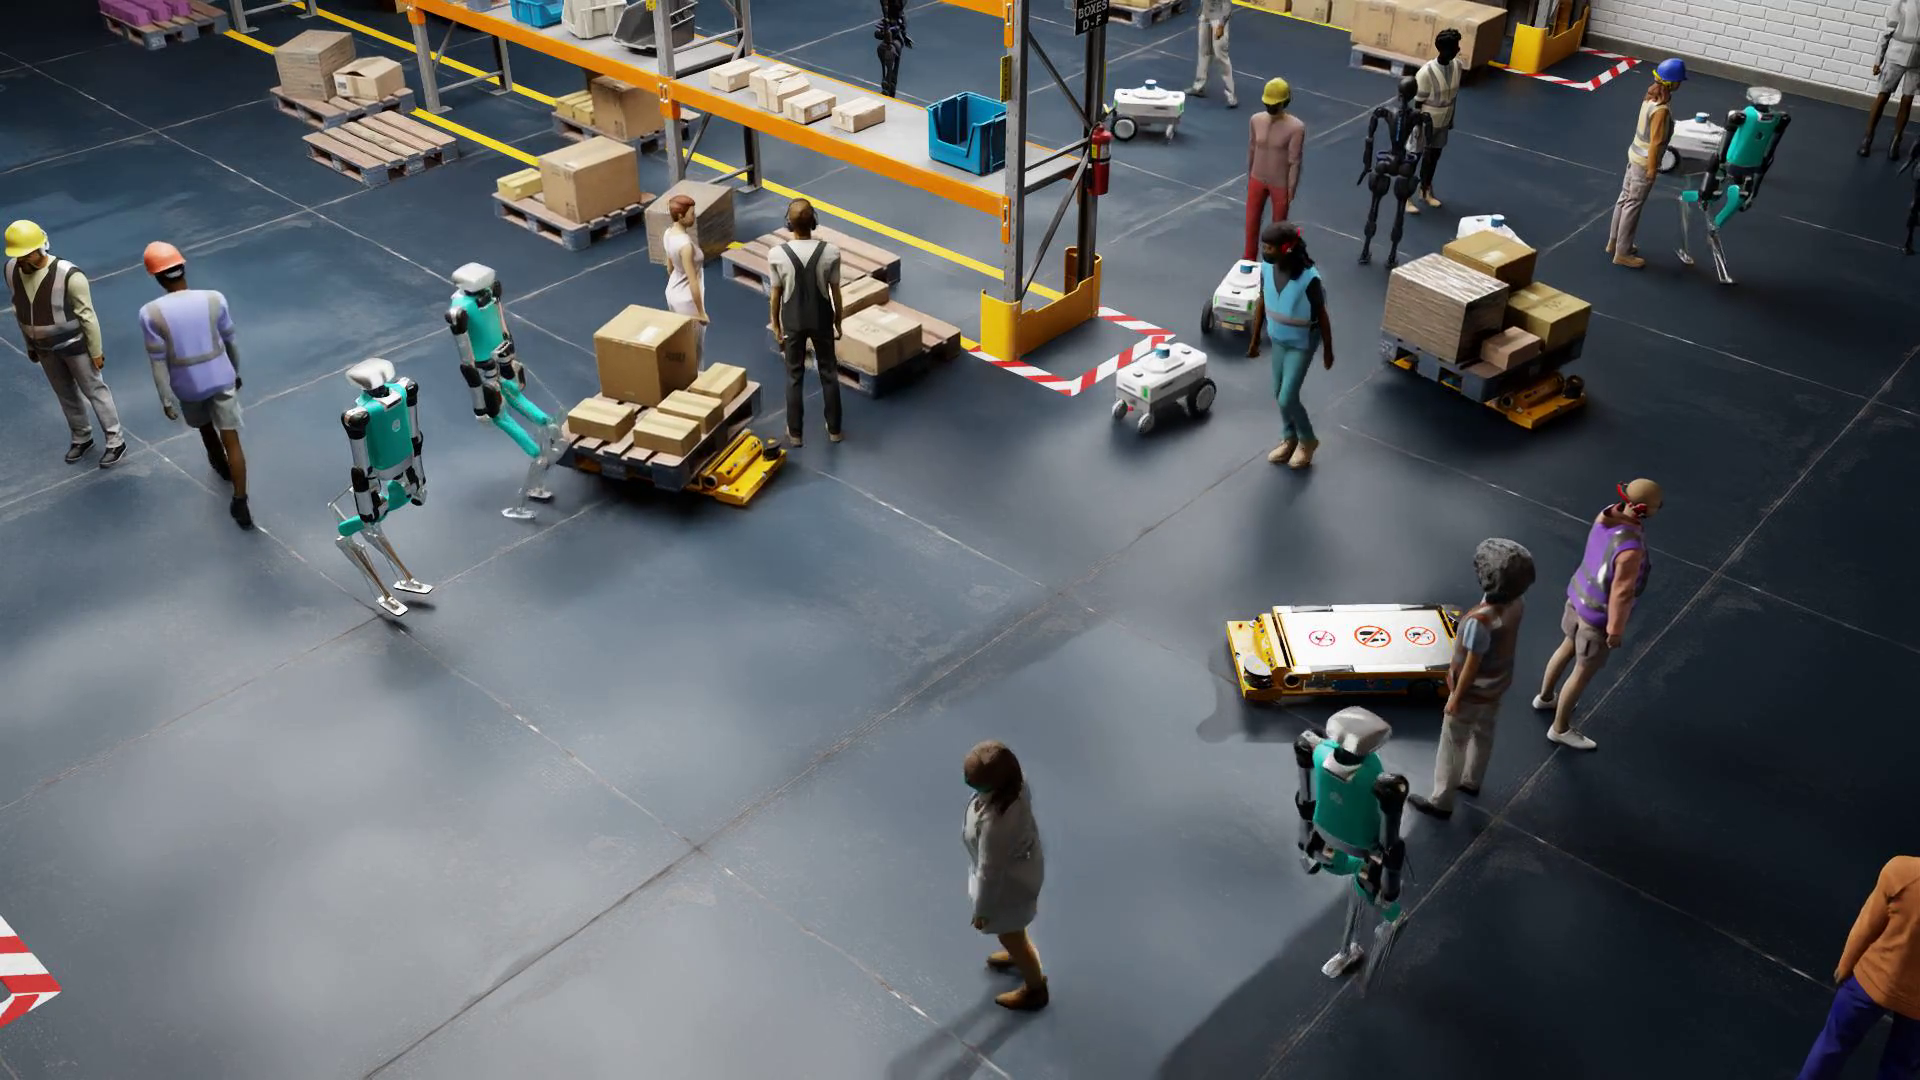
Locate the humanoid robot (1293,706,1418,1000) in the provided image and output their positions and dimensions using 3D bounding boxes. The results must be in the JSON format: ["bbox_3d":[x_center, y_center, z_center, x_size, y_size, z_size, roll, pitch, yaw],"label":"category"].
[{"bbox_3d":[1.845,1.399,7.534,0.781,1.823,0.560,-29,44,-35],"label":"humanoid robot"}]

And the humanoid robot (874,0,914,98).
[{"bbox_3d":[-0.680,-5.106,16.956,0.315,1.657,0.599,11,36,15],"label":"humanoid robot"}]

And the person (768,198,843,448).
[{"bbox_3d":[-1.059,-1.507,11.618,0.501,1.836,0.344,-5,35,-7],"label":"person"}]

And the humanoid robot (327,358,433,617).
[{"bbox_3d":[-3.529,-0.352,9.910,0.735,1.677,0.533,16,38,22],"label":"humanoid robot"}]

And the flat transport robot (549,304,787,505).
[{"bbox_3d":[-2.007,-0.619,11.708,1.431,0.231,0.659,13,37,18],"label":"flat transport robot"}]

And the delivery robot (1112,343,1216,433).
[{"bbox_3d":[1.495,-1.164,12.262,0.812,0.614,0.499,-27,43,-33],"label":"delivery robot"}]

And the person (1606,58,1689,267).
[{"bbox_3d":[5.846,-3.219,14.144,0.322,1.778,0.470,5,35,8],"label":"person"}]

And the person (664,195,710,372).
[{"bbox_3d":[-1.963,-1.709,12.061,0.283,1.656,0.449,-18,39,-25],"label":"person"}]

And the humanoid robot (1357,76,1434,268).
[{"bbox_3d":[3.671,-3.115,14.083,0.590,1.658,0.334,11,36,16],"label":"humanoid robot"}]

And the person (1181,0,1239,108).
[{"bbox_3d":[2.697,-5.479,17.335,0.436,1.882,0.725,-12,36,-17],"label":"person"}]

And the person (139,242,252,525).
[{"bbox_3d":[-4.994,-1.063,10.939,0.556,1.859,0.977,-17,38,-23],"label":"person"}]

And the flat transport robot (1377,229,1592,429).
[{"bbox_3d":[3.979,-1.300,12.694,0.659,0.231,1.431,-24,41,-30],"label":"flat transport robot"}]

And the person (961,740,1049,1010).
[{"bbox_3d":[0.223,1.505,7.416,0.441,1.632,0.513,2,35,3],"label":"person"}]

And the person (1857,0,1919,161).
[{"bbox_3d":[9.147,-4.636,16.075,0.546,1.924,0.382,14,37,19],"label":"person"}]

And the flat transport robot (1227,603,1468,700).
[{"bbox_3d":[2.348,0.664,9.848,1.431,0.231,0.659,-1,35,-1],"label":"flat transport robot"}]

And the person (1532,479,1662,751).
[{"bbox_3d":[3.471,0.383,9.014,0.357,1.682,0.500,1,35,2],"label":"person"}]

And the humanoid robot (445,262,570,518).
[{"bbox_3d":[-2.866,-0.948,10.870,0.724,1.766,0.530,9,36,13],"label":"humanoid robot"}]

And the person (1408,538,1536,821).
[{"bbox_3d":[2.642,0.716,8.522,0.446,1.685,0.323,-29,44,-35],"label":"person"}]

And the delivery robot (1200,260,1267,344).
[{"bbox_3d":[2.265,-1.951,13.382,0.521,0.591,0.763,14,37,20],"label":"delivery robot"}]

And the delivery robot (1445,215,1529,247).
[{"bbox_3d":[4.518,-2.475,14.134,0.499,0.583,0.774,-8,35,-11],"label":"delivery robot"}]

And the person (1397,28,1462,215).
[{"bbox_3d":[4.276,-3.793,15.055,0.535,1.691,0.319,-20,39,-26],"label":"person"}]

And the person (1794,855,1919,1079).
[{"bbox_3d":[3.834,1.791,6.724,0.515,1.972,0.404,20,39,27],"label":"person"}]

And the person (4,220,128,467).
[{"bbox_3d":[-6.154,-1.346,11.396,0.590,1.825,0.403,7,35,10],"label":"person"}]

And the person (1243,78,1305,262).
[{"bbox_3d":[2.626,-3.035,13.904,0.522,1.741,0.669,21,40,27],"label":"person"}]

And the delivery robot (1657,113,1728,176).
[{"bbox_3d":[7.100,-3.842,16.125,0.781,0.595,0.499,14,37,20],"label":"delivery robot"}]

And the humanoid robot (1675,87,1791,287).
[{"bbox_3d":[6.342,-2.965,13.843,0.577,1.743,1.065,-5,35,-8],"label":"humanoid robot"}]

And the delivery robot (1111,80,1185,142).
[{"bbox_3d":[1.885,-4.359,16.881,0.775,0.603,0.514,4,35,6],"label":"delivery robot"}]

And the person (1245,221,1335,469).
[{"bbox_3d":[2.243,-1.314,11.341,0.531,1.829,0.560,-24,41,-30],"label":"person"}]

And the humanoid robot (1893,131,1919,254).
[{"bbox_3d":[8.409,-3.216,14.237,0.587,1.646,0.441,1,35,1],"label":"humanoid robot"}]
